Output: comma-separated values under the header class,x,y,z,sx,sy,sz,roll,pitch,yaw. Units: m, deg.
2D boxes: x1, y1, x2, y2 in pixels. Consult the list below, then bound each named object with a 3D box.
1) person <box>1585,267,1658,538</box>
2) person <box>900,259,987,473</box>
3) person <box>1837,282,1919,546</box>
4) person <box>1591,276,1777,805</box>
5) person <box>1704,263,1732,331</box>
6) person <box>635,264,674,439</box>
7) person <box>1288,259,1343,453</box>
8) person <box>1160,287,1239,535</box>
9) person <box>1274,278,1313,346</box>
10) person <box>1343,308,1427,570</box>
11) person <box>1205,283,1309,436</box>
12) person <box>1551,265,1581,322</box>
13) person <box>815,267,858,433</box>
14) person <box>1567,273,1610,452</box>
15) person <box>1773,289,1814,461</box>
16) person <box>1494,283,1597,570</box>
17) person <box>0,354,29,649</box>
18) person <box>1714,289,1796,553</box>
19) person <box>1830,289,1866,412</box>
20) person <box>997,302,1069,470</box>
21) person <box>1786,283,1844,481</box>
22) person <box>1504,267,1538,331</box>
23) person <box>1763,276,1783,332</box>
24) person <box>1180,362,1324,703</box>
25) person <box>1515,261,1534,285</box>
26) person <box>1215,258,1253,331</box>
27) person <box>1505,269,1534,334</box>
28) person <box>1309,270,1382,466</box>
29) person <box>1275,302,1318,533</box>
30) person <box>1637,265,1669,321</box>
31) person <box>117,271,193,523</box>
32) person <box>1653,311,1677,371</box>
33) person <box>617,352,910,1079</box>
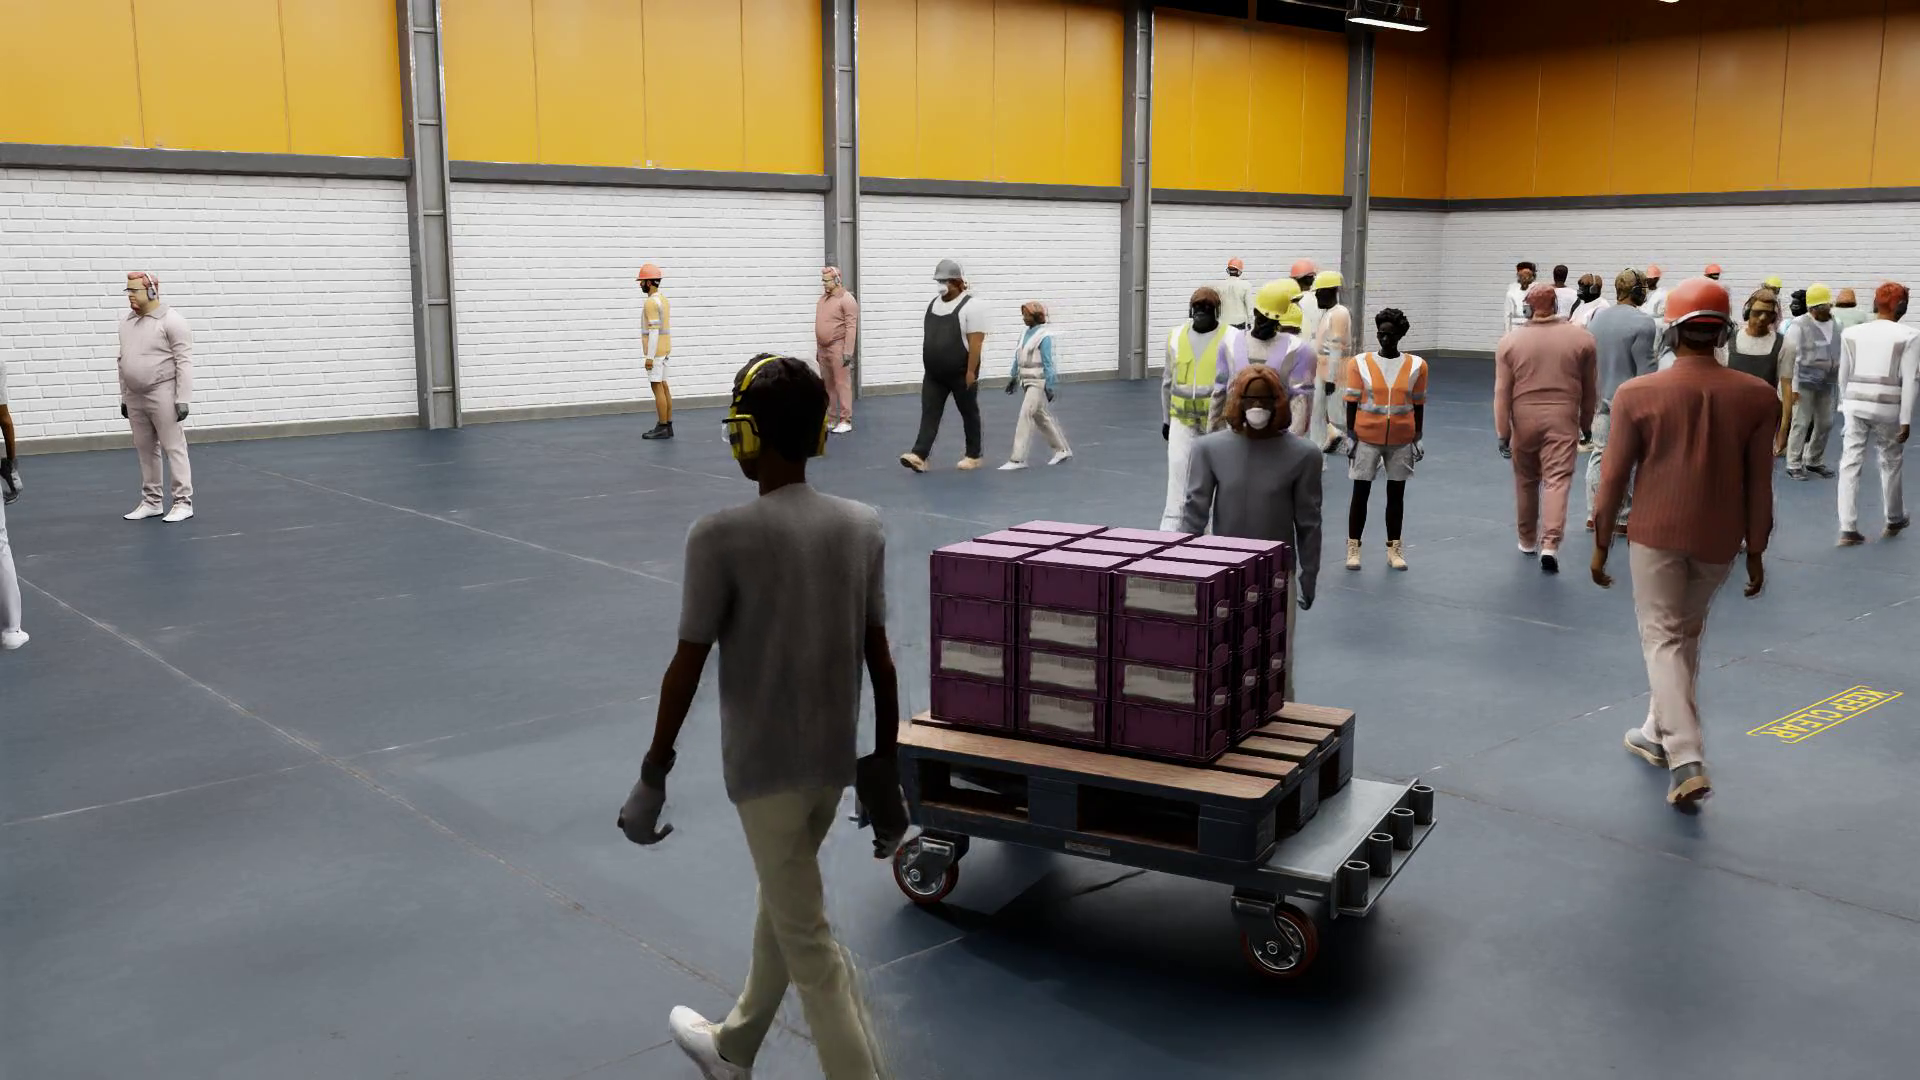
class,x,y,z,sx,sy,sz,roll,pitch,yaw
person,4.784,-0.988,12.025,0.372,1.940,0.627,-4,10,-20
person,-0.132,-1.639,15.534,0.700,2.000,0.994,7,12,35
person,6.517,-0.896,11.777,0.992,1.830,0.578,-9,13,-41
person,2.730,-0.010,6.261,0.625,1.958,0.995,0,10,3
person,11.898,-3.407,26.259,0.556,1.915,0.571,0,10,-3
person,-3.397,-2.084,18.439,0.376,1.935,0.550,1,10,6
person,3.609,-1.900,17.211,0.601,2.014,1.001,-4,10,-20
person,1.629,-0.809,11.374,0.653,1.804,0.850,5,11,25
person,2.851,-1.370,14.574,0.404,1.832,0.594,6,12,33
person,2.733,-0.646,10.725,0.531,1.697,0.322,1,10,4
person,1.820,-0.668,10.397,0.674,1.855,0.916,4,10,20
person,8.088,-2.775,22.577,0.630,1.901,0.496,5,11,27
person,-1.463,-2.182,19.126,0.408,1.903,0.638,-9,13,-41
person,6.497,-1.837,17.278,0.429,1.844,0.625,-1,10,-3
person,8.305,-1.630,16.477,0.320,1.698,0.537,-5,11,-29
person,3.828,-0.753,10.914,0.644,1.854,1.030,3,10,19
person,-5.076,-0.348,8.466,0.516,1.875,0.329,-6,12,-32
person,5.252,-0.759,11.092,0.516,1.794,0.955,5,11,28
person,11.558,-2.483,21.776,0.500,1.590,0.851,5,11,26
person,0.730,-1.479,15.945,0.835,1.610,0.523,-4,11,-23
person,7.656,-1.410,14.933,0.620,1.788,0.466,-3,10,-16
person,9.329,-3.585,27.400,0.635,1.890,1.057,6,11,30
person,12.031,-3.089,24.950,0.848,1.737,0.506,0,10,-1
person,1.094,0.145,6.304,0.516,1.628,0.365,4,10,21
person,8.799,-3.363,25.925,0.556,1.945,0.608,0,10,2
person,4.294,-3.428,26.140,0.617,1.993,0.396,4,11,23
person,8.517,-3.161,25.061,0.595,1.830,0.992,3,10,18
person,3.553,-1.554,15.504,0.783,1.900,0.589,0,10,-3
person,2.396,-0.955,12.550,0.544,1.700,0.970,1,10,5
person,10.327,-3.159,24.893,0.994,1.895,0.547,-8,12,-38
person,-6.161,-1.084,12.678,0.651,1.906,0.403,4,10,20
person,7.269,-1.712,16.878,0.488,1.723,0.685,3,10,15
person,-0.415,0.512,3.618,0.992,1.816,0.537,9,13,42
